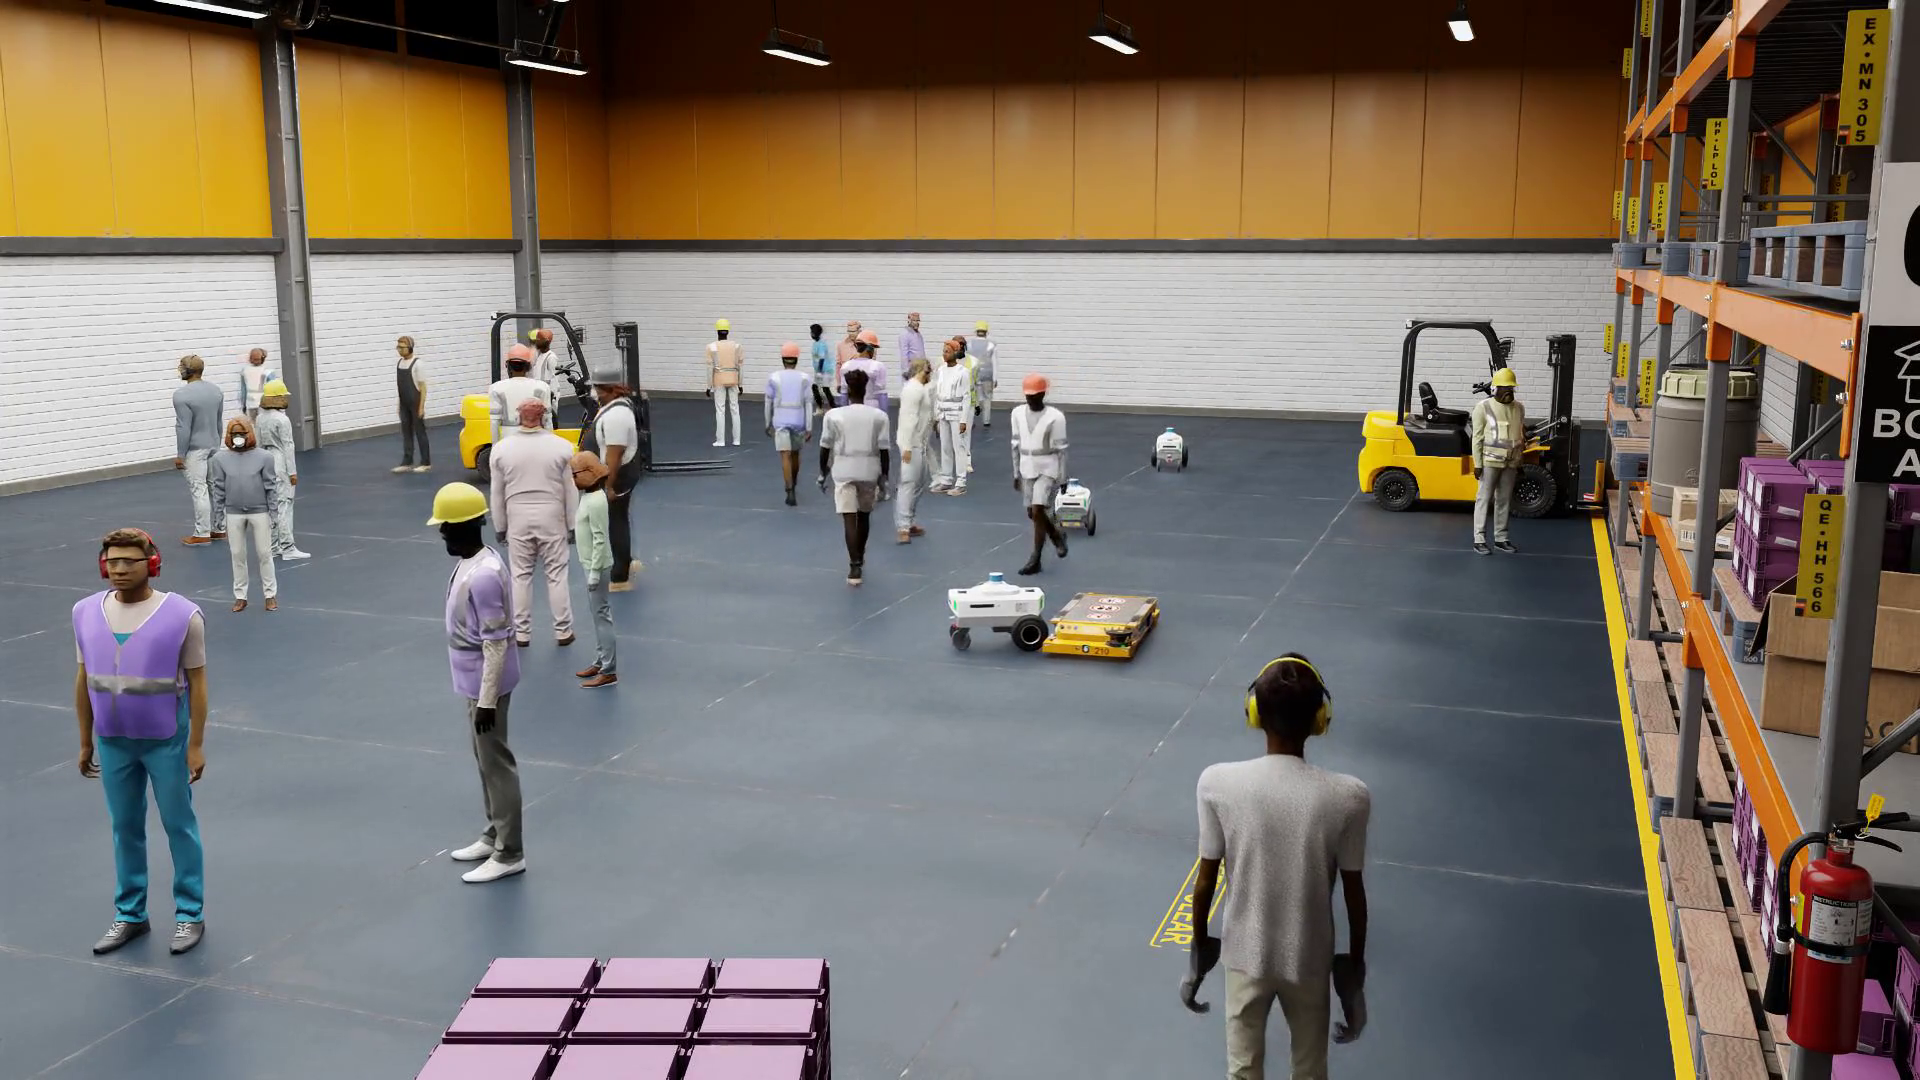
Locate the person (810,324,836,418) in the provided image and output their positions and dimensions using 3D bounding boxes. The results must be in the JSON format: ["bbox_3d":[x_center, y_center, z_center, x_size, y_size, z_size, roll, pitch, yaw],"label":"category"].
[{"bbox_3d":[-2.407,-2.954,29.076,0.565,1.659,0.549,-4,11,-21],"label":"person"}]

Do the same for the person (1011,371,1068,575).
[{"bbox_3d":[0.796,-0.652,15.524,0.566,1.895,0.826,6,12,32],"label":"person"}]

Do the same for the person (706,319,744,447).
[{"bbox_3d":[-3.538,-2.355,24.997,0.585,1.929,0.370,-5,11,-25],"label":"person"}]

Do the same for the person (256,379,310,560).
[{"bbox_3d":[-6.574,-0.679,16.080,0.489,1.744,0.295,6,12,32],"label":"person"}]

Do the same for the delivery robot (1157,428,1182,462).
[{"bbox_3d":[2.842,-1.278,22.536,0.477,0.478,0.707,1,10,7],"label":"delivery robot"}]

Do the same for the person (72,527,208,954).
[{"bbox_3d":[-3.502,0.853,7.150,0.567,1.850,0.384,0,10,2],"label":"person"}]

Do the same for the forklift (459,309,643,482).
[{"bbox_3d":[-5.354,-1.902,21.697,2.313,2.155,1.214,-2,10,-13],"label":"forklift"}]

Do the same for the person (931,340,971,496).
[{"bbox_3d":[-0.108,-1.483,20.210,0.352,1.884,0.579,-9,13,-40],"label":"person"}]

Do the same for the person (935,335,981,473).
[{"bbox_3d":[-0.019,-1.802,22.129,0.627,1.843,0.429,-2,10,-14],"label":"person"}]

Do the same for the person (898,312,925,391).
[{"bbox_3d":[-0.783,-2.879,28.027,0.401,1.904,0.641,5,11,24],"label":"person"}]

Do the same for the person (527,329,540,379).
[{"bbox_3d":[-6.676,-2.426,25.938,0.832,1.737,0.522,-3,10,-15],"label":"person"}]

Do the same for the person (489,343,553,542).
[{"bbox_3d":[-4.429,-0.961,16.822,0.616,2.041,0.378,-3,10,-15],"label":"person"}]

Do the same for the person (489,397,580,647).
[{"bbox_3d":[-3.199,-0.131,12.577,0.658,1.900,0.399,-1,10,-5],"label":"person"}]

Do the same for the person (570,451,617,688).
[{"bbox_3d":[-2.528,0.197,11.459,0.281,1.633,0.499,-3,11,-17],"label":"person"}]

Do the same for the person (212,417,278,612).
[{"bbox_3d":[-5.902,-0.208,13.768,0.501,1.626,0.282,-2,10,-12],"label":"person"}]

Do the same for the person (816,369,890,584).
[{"bbox_3d":[-0.963,-0.592,15.118,0.627,1.911,1.028,-3,10,-15],"label":"person"}]

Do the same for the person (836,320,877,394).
[{"bbox_3d":[-1.590,-2.378,25.217,0.644,1.899,0.399,4,11,19],"label":"person"}]

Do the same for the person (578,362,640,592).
[{"bbox_3d":[-3.064,-0.548,14.504,0.536,2.000,0.704,-2,10,-12],"label":"person"}]

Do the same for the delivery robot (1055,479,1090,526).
[{"bbox_3d":[1.198,-0.405,17.618,0.477,0.478,0.707,1,10,7],"label":"delivery robot"}]

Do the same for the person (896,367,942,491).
[{"bbox_3d":[-0.479,-1.395,20.545,0.858,1.586,0.526,-10,14,-44],"label":"person"}]

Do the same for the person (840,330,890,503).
[{"bbox_3d":[-1.103,-1.456,19.643,0.605,2.034,0.392,5,11,25],"label":"person"}]

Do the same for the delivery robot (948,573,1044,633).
[{"bbox_3d":[0.269,0.490,12.578,0.707,0.478,0.477,-1,10,-6],"label":"delivery robot"}]

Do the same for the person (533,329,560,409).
[{"bbox_3d":[-5.653,-1.931,22.739,0.355,1.885,0.574,-6,12,-31],"label":"person"}]

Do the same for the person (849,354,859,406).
[{"bbox_3d":[-1.306,-1.579,21.456,0.507,1.632,0.272,8,13,38],"label":"person"}]

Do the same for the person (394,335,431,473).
[{"bbox_3d":[-7.314,-1.805,22.145,0.514,1.843,0.341,6,12,31],"label":"person"}]

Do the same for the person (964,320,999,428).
[{"bbox_3d":[0.332,-2.704,27.328,0.594,1.804,0.709,2,10,12],"label":"person"}]

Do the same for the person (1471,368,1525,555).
[{"bbox_3d":[5.307,-0.774,16.366,0.589,1.833,0.404,-4,11,-20],"label":"person"}]

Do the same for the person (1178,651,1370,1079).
[{"bbox_3d":[0.934,1.246,4.893,0.532,1.867,0.337,2,10,10],"label":"person"}]

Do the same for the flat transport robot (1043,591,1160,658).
[{"bbox_3d":[1.112,0.635,12.828,0.652,0.197,1.431,3,10,15],"label":"flat transport robot"}]

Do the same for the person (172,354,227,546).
[{"bbox_3d":[-7.695,-0.908,16.821,0.372,1.940,0.631,2,10,14],"label":"person"}]

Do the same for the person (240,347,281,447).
[{"bbox_3d":[-9.633,-1.845,22.987,0.538,1.621,0.503,2,10,10],"label":"person"}]

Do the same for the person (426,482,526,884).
[{"bbox_3d":[-2.303,0.676,7.949,0.388,1.920,0.590,-4,11,-21],"label":"person"}]

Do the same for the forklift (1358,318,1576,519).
[{"bbox_3d":[5.787,-1.437,19.079,2.313,2.155,1.214,3,11,19],"label":"forklift"}]

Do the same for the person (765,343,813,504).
[{"bbox_3d":[-2.027,-1.384,19.713,0.560,1.874,1.044,-3,10,-14],"label":"person"}]

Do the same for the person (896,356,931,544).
[{"bbox_3d":[-0.475,-0.927,17.091,0.381,1.901,0.792,0,10,3],"label":"person"}]
